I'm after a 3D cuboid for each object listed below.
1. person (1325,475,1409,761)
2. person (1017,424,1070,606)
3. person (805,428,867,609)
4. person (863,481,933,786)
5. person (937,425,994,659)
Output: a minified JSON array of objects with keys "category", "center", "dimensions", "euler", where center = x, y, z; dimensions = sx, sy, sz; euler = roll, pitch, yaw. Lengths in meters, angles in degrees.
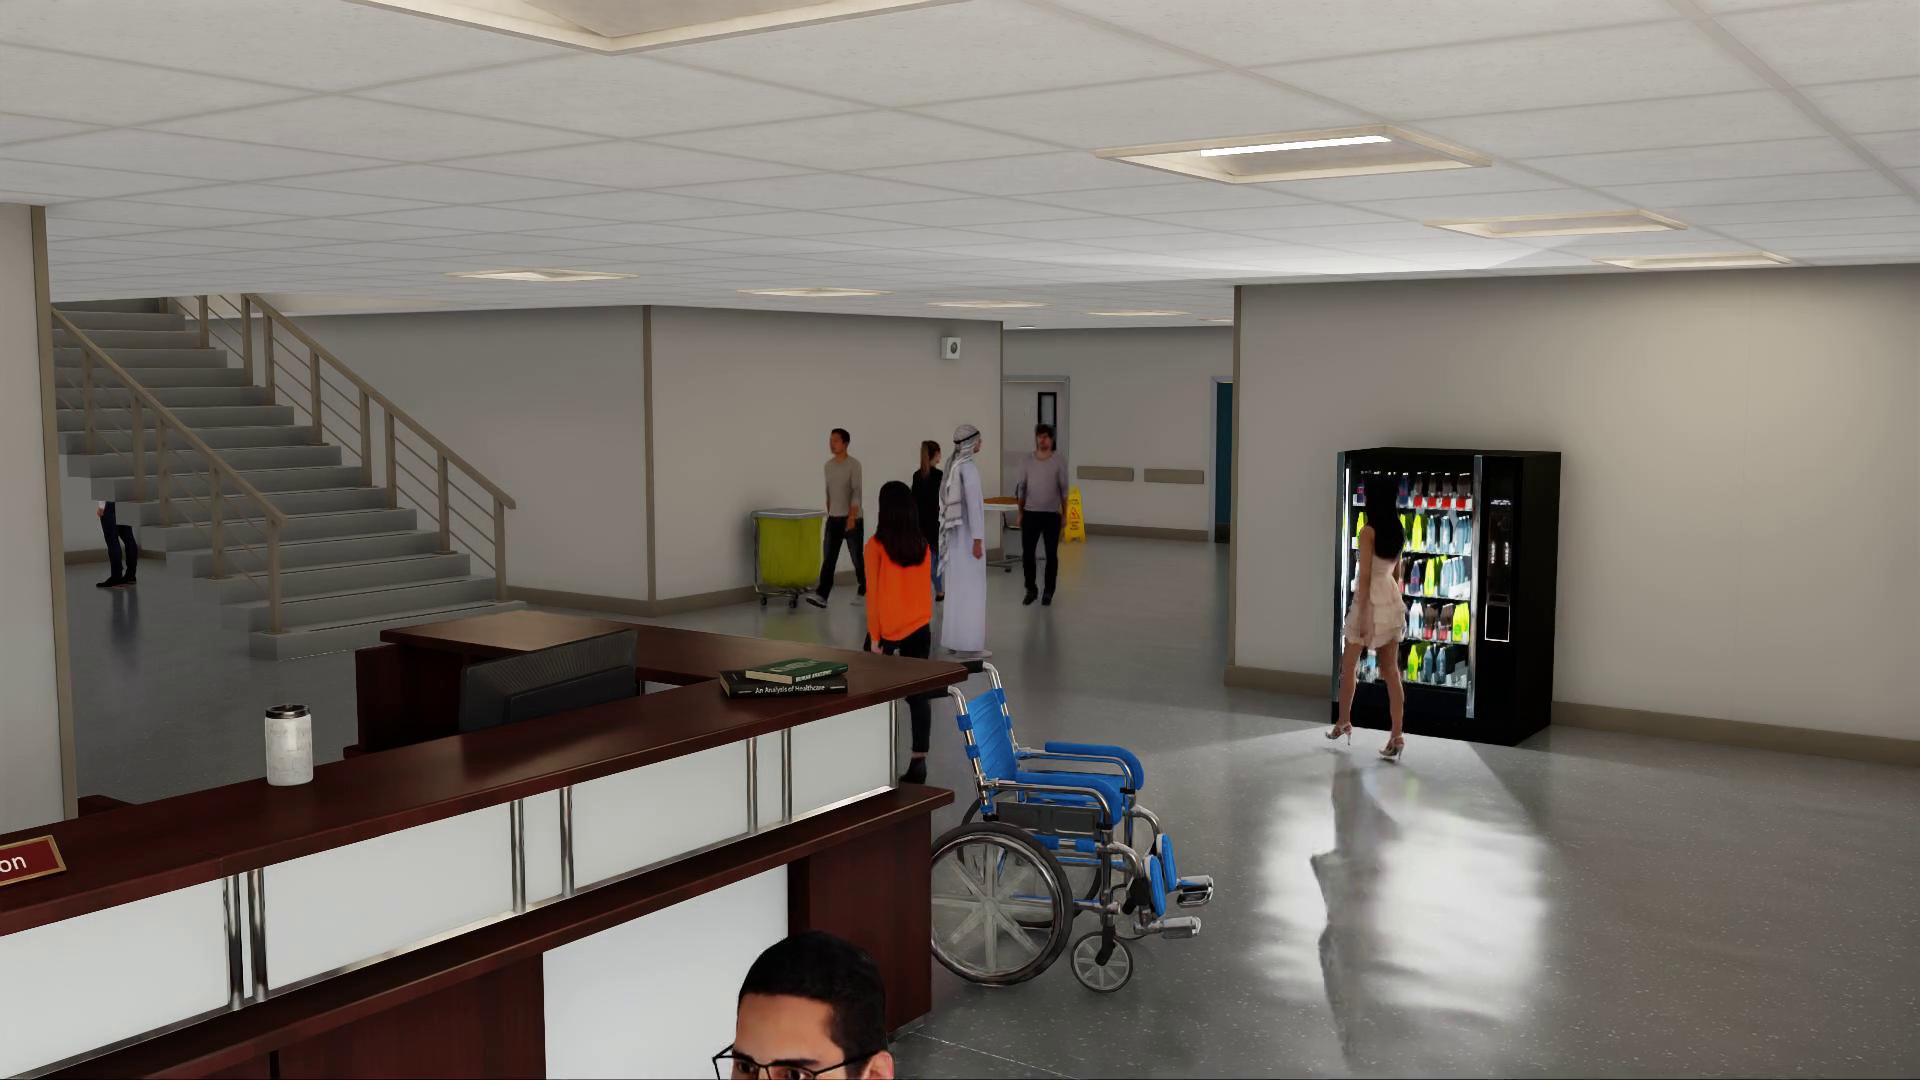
[{"category":"person","center":[2.607,0.485,10.080],"dimensions":[0.775,1.712,0.929],"euler":[-3,7,-30]},{"category":"person","center":[0.853,-0.254,16.826],"dimensions":[0.781,1.832,0.875],"euler":[1,6,10]},{"category":"person","center":[-1.071,-0.193,16.517],"dimensions":[1.063,1.771,0.745],"euler":[4,7,32]},{"category":"person","center":[-0.294,0.544,9.382],"dimensions":[0.746,1.734,0.805],"euler":[-4,7,-33]},{"category":"person","center":[0.034,0.001,13.825],"dimensions":[0.862,1.925,0.753],"euler":[-2,6,-23]}]
